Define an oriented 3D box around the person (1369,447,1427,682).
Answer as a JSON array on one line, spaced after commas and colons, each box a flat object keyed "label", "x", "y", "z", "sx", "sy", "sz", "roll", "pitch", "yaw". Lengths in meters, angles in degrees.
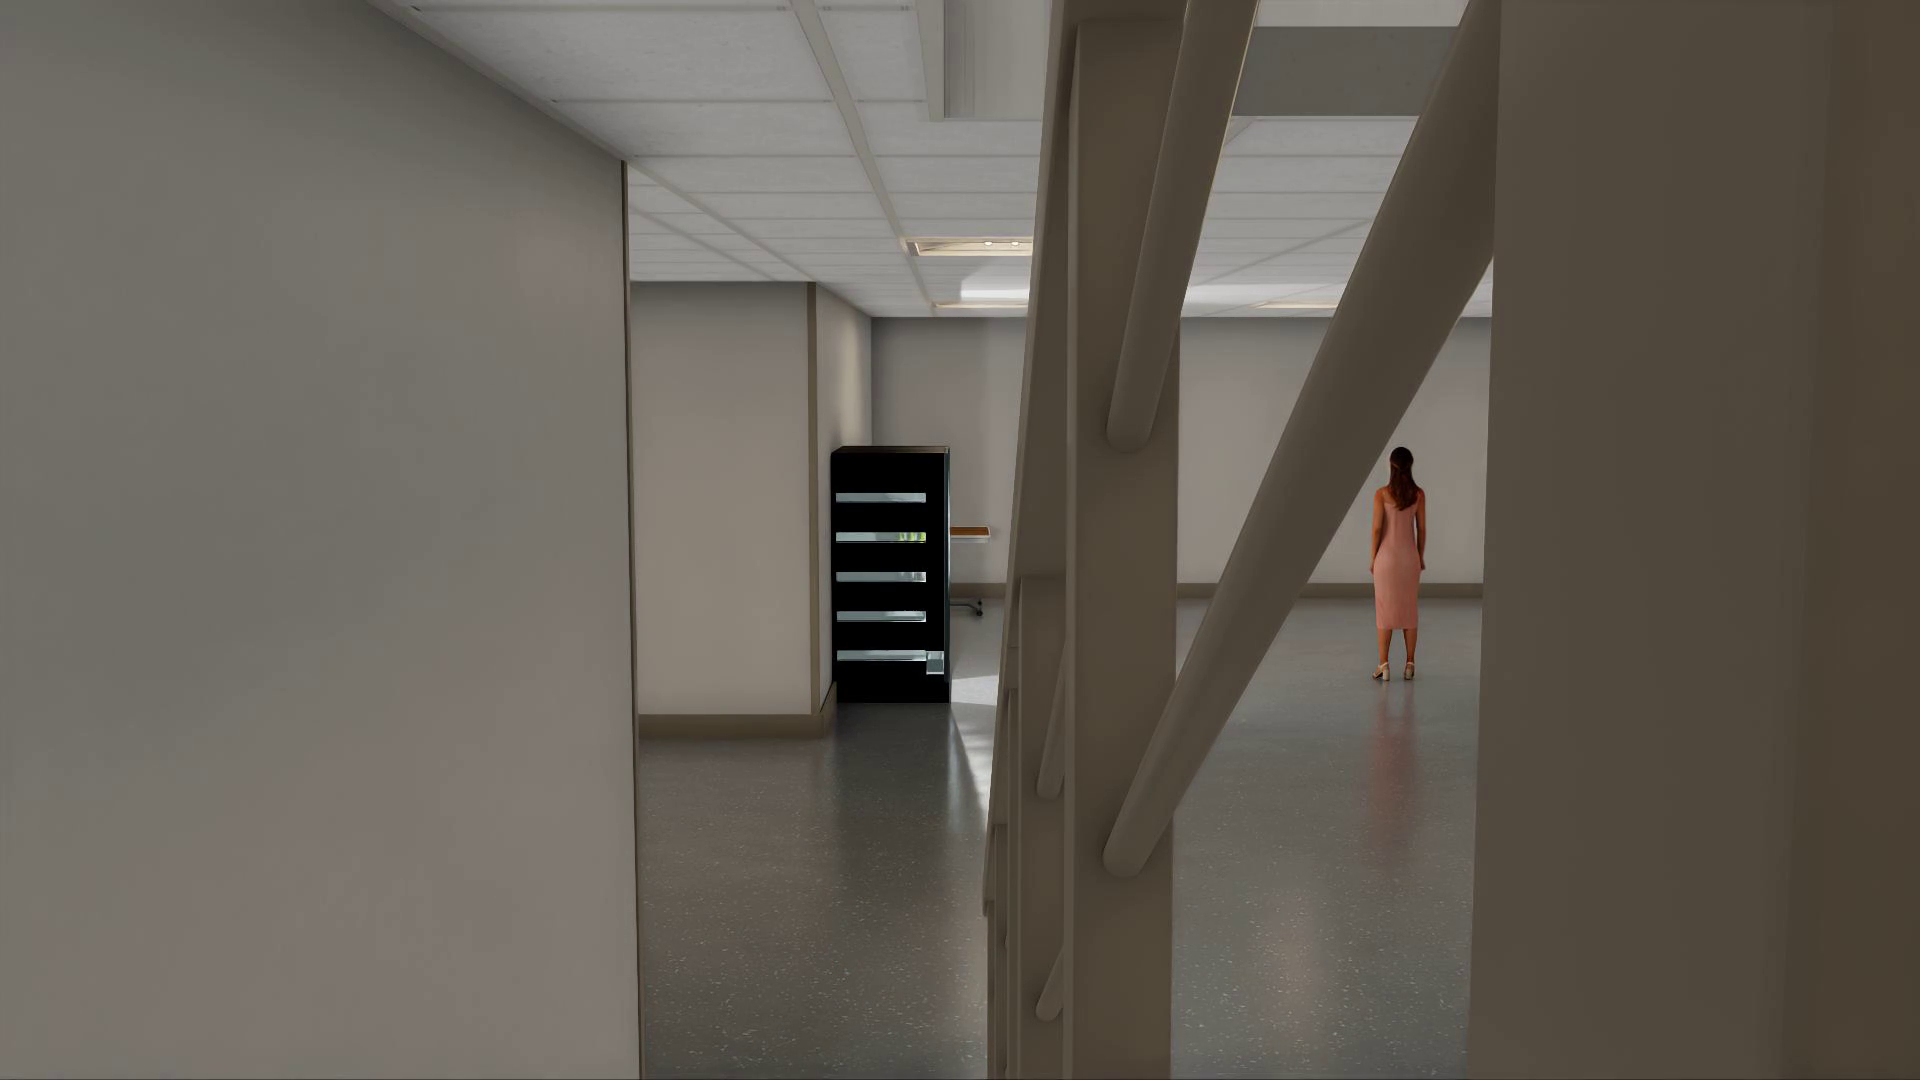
[{"label": "person", "x": 3.433, "y": 0.182, "z": 13.048, "sx": 0.598, "sy": 1.832, "sz": 0.510, "roll": 0, "pitch": 6, "yaw": -3}]
